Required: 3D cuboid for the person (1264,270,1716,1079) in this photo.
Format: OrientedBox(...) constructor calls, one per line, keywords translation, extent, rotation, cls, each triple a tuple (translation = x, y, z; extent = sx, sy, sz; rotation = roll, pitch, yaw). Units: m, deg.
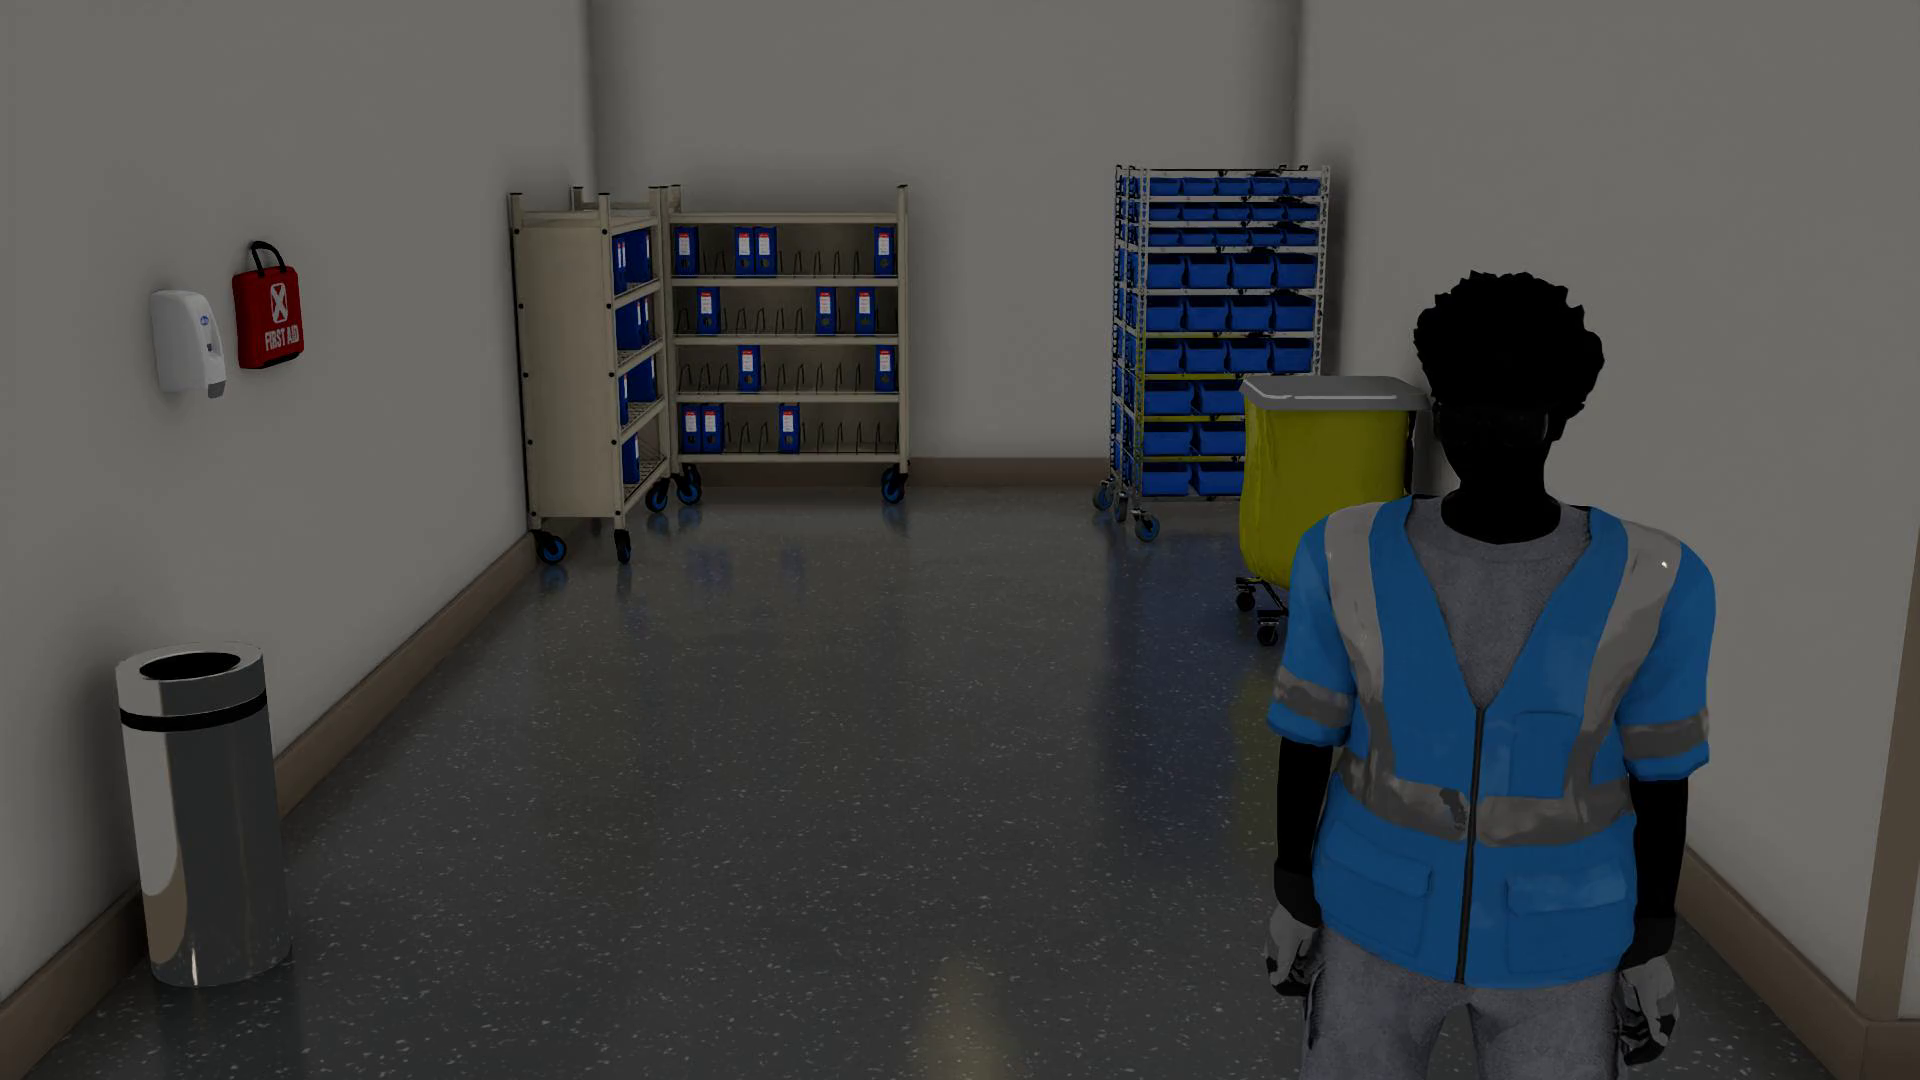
OrientedBox(translation=(0.655, 0.506, 2.158), extent=(0.542, 1.695, 0.316), rotation=(5, 14, 19), cls="person")
